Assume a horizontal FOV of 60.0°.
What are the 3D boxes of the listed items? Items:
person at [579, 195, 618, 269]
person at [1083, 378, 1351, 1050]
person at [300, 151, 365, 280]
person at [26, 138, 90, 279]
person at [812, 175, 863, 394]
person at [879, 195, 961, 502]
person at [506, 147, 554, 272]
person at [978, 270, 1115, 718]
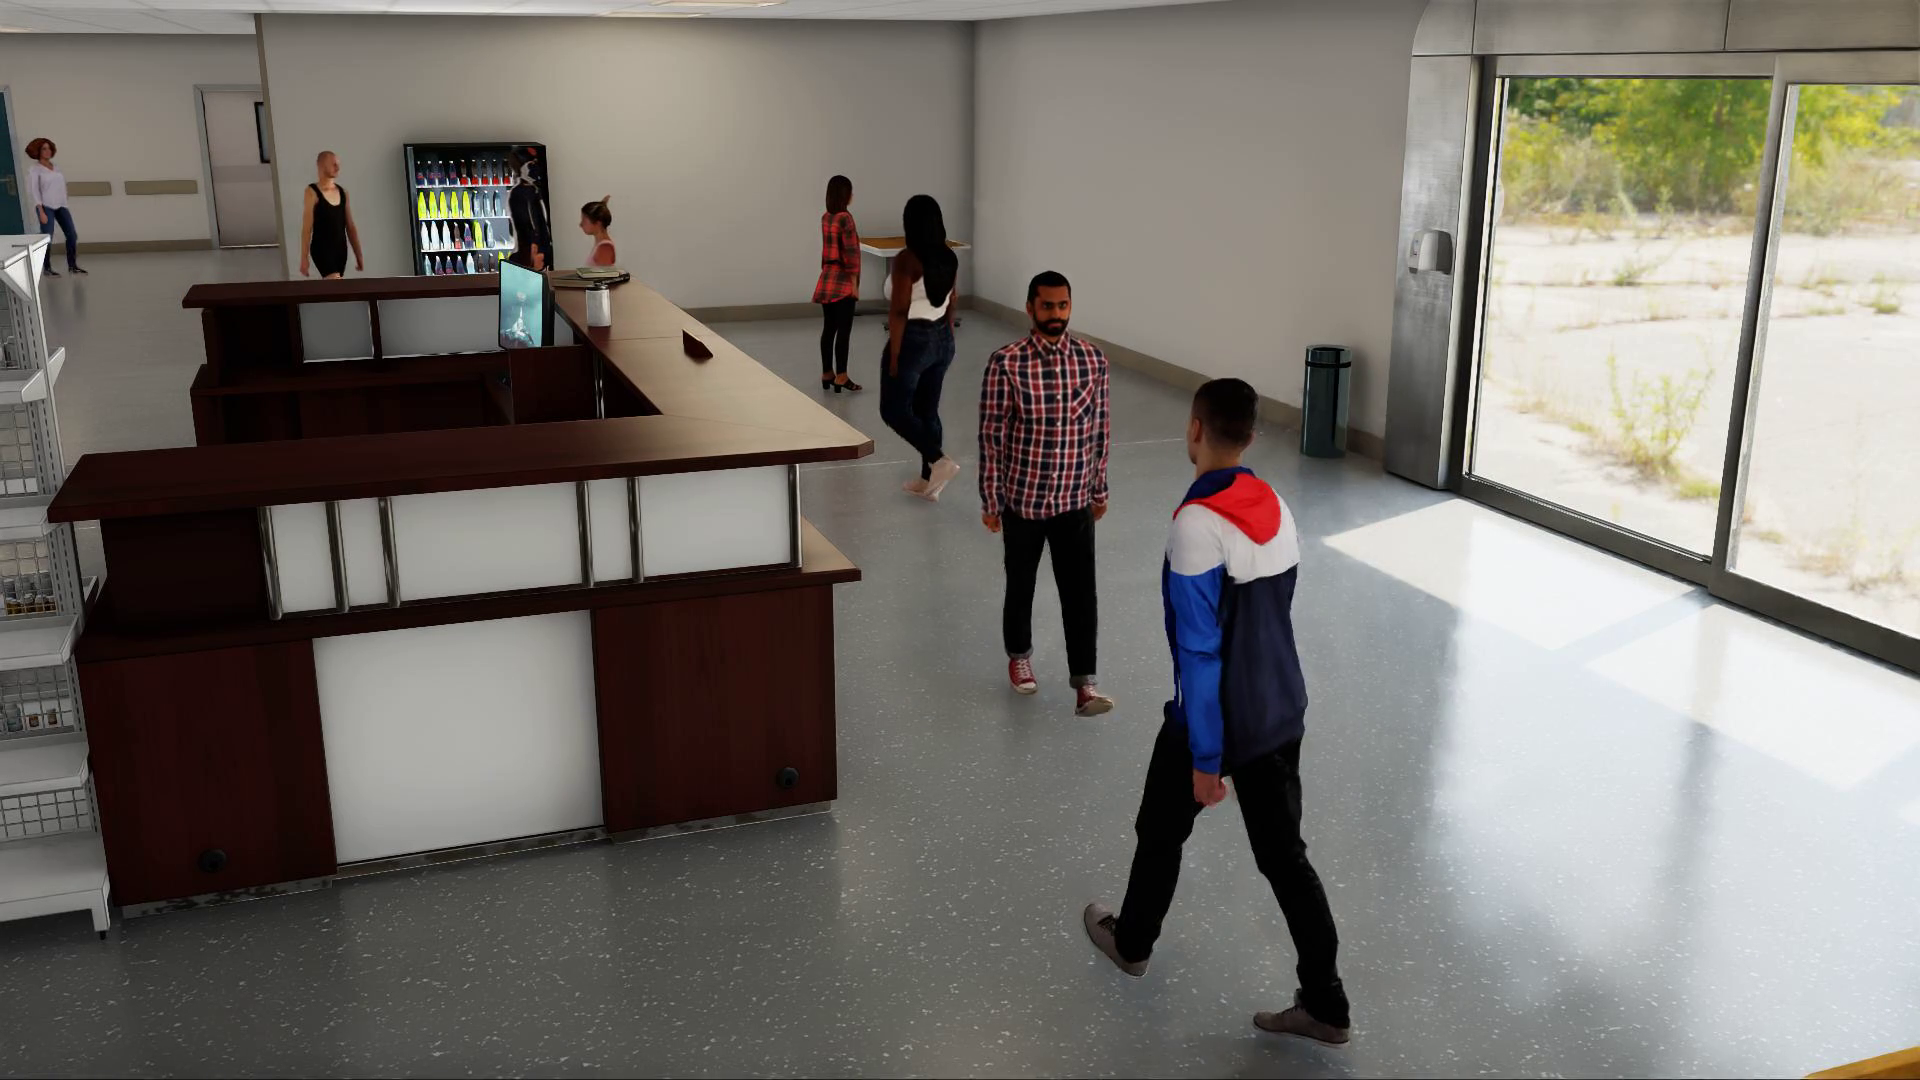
[{"bbox_3d":[-2.414,-1.605,11.827,0.991,1.637,0.765,0,16,-1],"label":"person"},{"bbox_3d":[0.765,0.492,4.239,0.988,1.718,1.132,14,21,40],"label":"person"},{"bbox_3d":[-5.704,-2.530,14.882,1.229,1.760,1.136,7,17,22],"label":"person"},{"bbox_3d":[-11.306,-4.095,20.561,0.945,1.690,0.882,6,17,22],"label":"person"},{"bbox_3d":[-0.965,-2.039,13.246,0.641,1.702,0.677,-11,19,-35],"label":"person"},{"bbox_3d":[-0.172,-1.069,9.634,0.862,1.796,0.877,-15,21,-42],"label":"person"},{"bbox_3d":[-3.561,-2.291,13.792,0.685,1.891,0.755,-1,16,-5],"label":"person"},{"bbox_3d":[0.321,-0.188,6.630,1.080,1.730,0.899,-3,16,-11],"label":"person"}]
